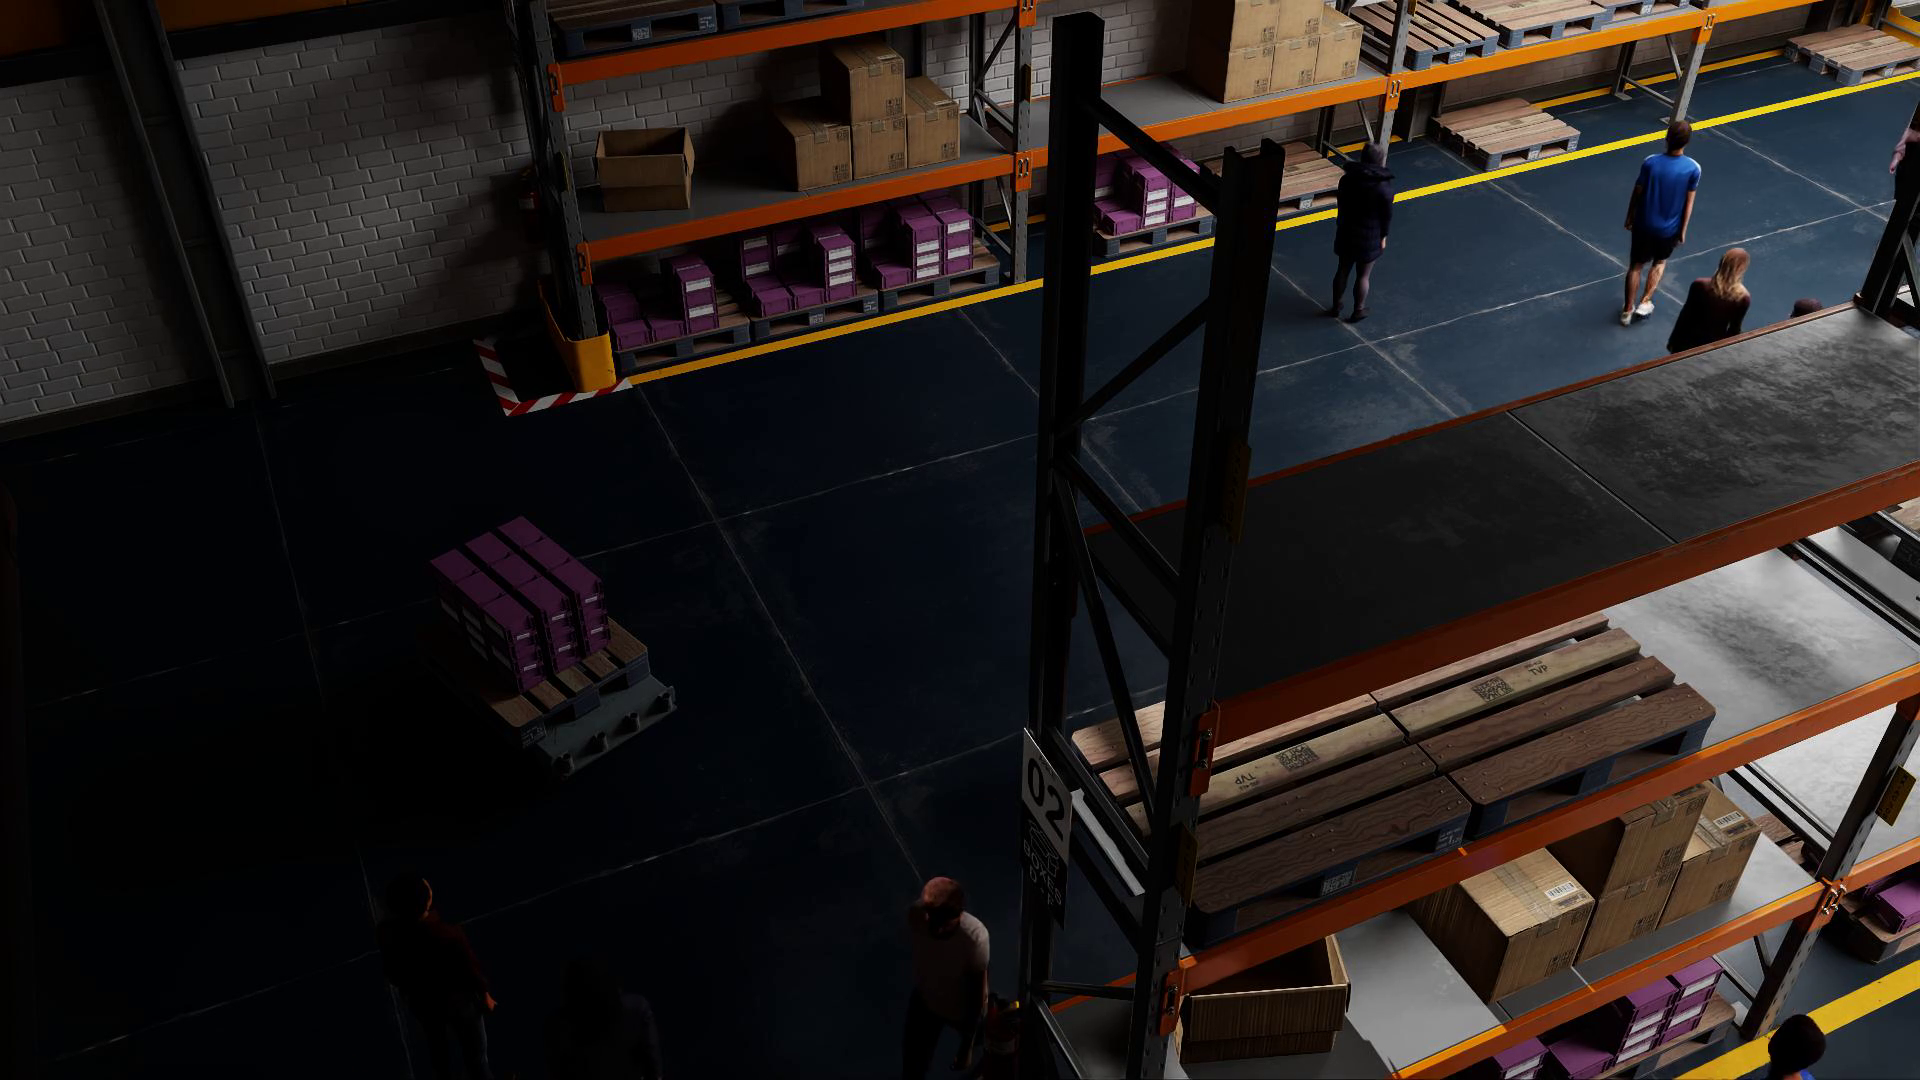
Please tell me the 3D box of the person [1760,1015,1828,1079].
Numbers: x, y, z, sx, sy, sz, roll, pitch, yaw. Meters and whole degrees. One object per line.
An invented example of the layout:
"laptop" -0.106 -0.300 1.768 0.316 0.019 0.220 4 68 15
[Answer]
"person" 3.430 2.865 7.389 0.962 1.836 0.667 24 45 27

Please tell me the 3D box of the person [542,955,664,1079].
"person" -1.662 2.591 7.938 0.682 1.578 0.716 -17 42 -20

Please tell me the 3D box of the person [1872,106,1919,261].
"person" 8.868 -3.479 15.378 1.152 1.779 0.845 -31 48 -33

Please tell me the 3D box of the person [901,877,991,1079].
"person" 0.013 2.219 8.193 1.090 1.841 1.237 20 43 23

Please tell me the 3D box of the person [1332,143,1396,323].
"person" 3.479 -2.676 14.456 0.794 1.674 0.824 23 44 26

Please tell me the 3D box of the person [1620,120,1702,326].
"person" 5.984 -2.683 14.319 0.804 1.856 0.855 15 41 18

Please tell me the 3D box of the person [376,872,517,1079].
"person" -2.549 2.259 8.191 0.657 1.782 0.779 4 39 6

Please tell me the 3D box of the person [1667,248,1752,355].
"person" 5.786 -1.486 12.951 0.743 1.694 0.787 13 40 15
